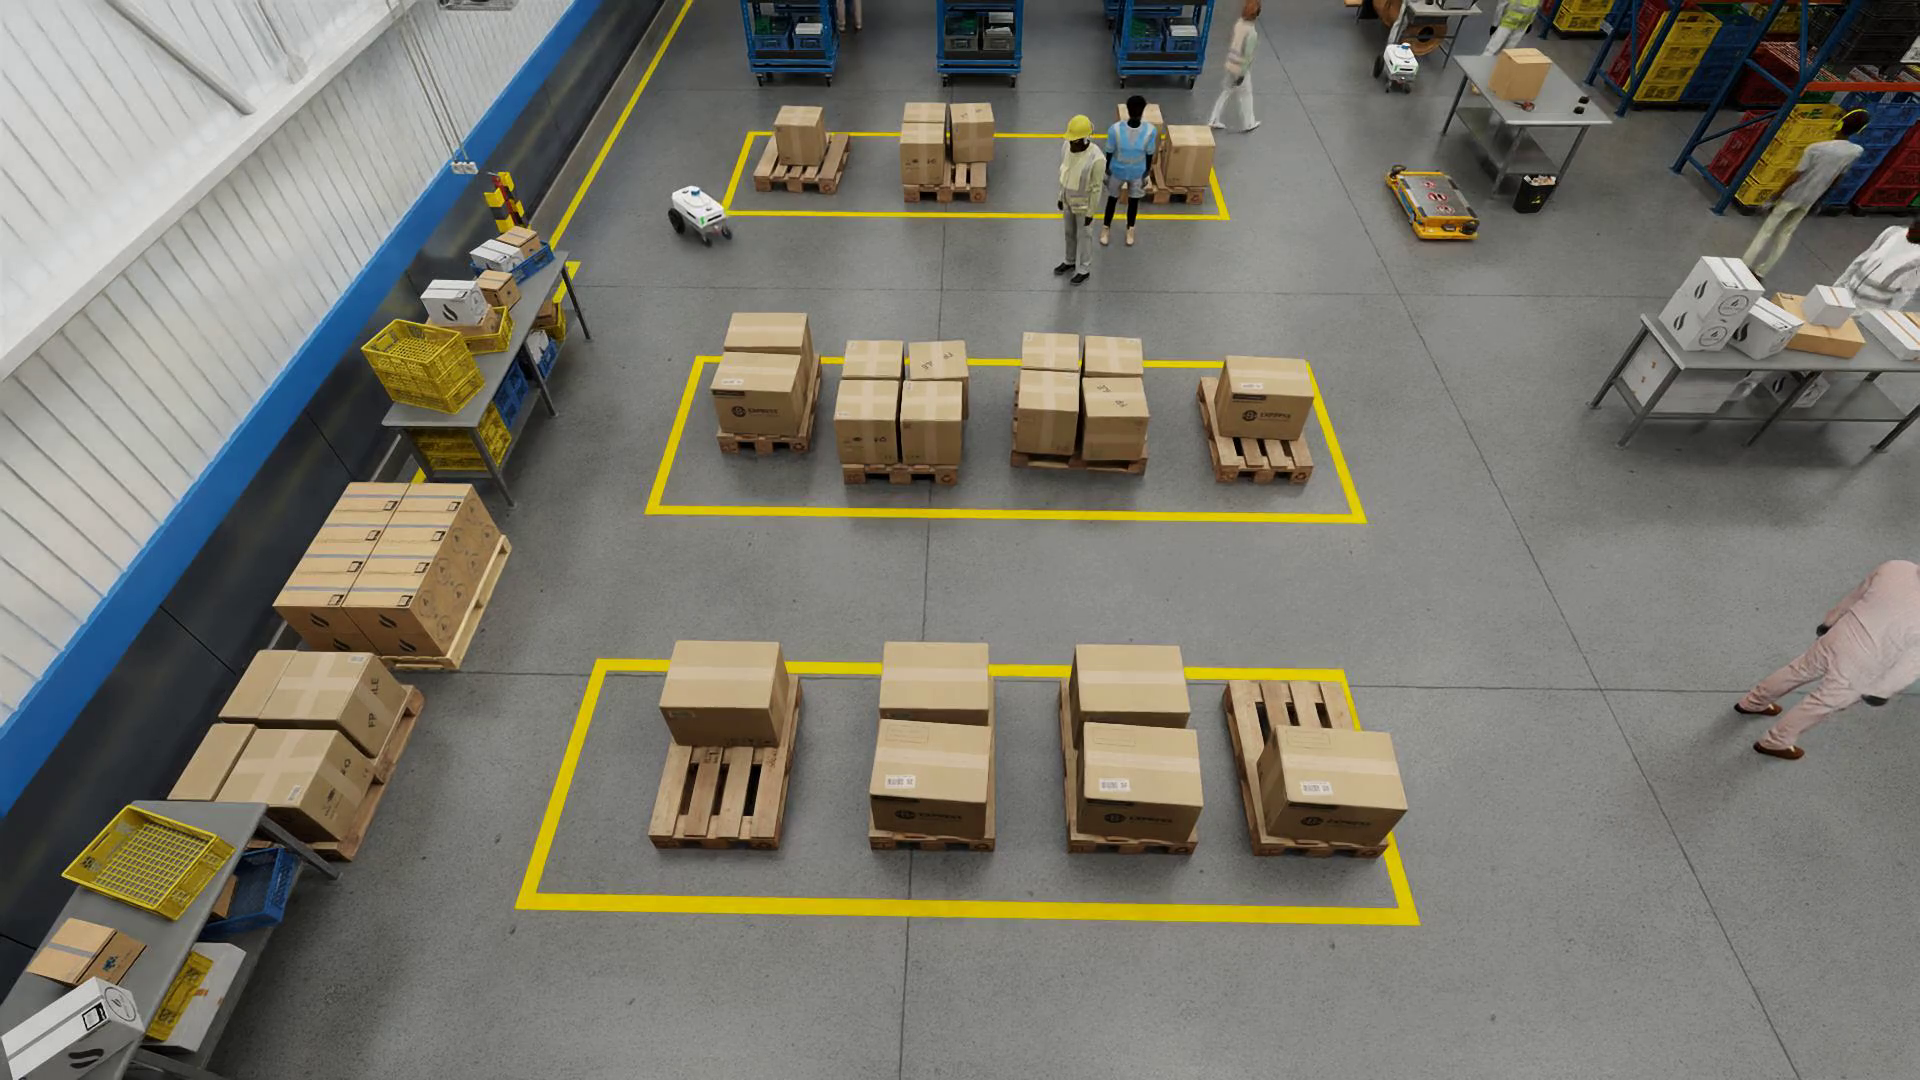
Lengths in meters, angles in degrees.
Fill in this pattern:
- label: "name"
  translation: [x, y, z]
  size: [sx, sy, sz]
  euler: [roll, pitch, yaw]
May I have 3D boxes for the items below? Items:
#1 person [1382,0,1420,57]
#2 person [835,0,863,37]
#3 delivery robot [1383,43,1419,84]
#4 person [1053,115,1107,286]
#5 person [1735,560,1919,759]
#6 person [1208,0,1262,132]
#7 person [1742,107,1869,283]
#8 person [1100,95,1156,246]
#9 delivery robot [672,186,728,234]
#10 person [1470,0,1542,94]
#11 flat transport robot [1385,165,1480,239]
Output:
- label: "person"
  translation: [6.586, -7.910, 13.277]
  size: [0.370, 1.931, 0.625]
  euler: [17, 51, 14]
- label: "person"
  translation: [-1.754, -8.837, 14.043]
  size: [0.629, 1.979, 0.410]
  euler: [-17, 51, -14]
- label: "delivery robot"
  translation: [6.373, -6.919, 13.258]
  size: [0.477, 0.478, 0.707]
  euler: [4, 49, 4]
- label: "person"
  translation: [1.219, -3.530, 9.560]
  size: [0.420, 1.815, 0.581]
  euler: [-30, 55, -23]
- label: "person"
  translation: [5.741, 0.723, 5.825]
  size: [0.401, 1.900, 0.647]
  euler: [5, 49, 5]
- label: "person"
  translation: [3.714, -6.184, 11.991]
  size: [0.684, 1.597, 0.522]
  euler: [-14, 51, -12]
- label: "person"
  translation: [8.691, -3.529, 9.521]
  size: [0.534, 1.868, 0.309]
  euler: [7, 50, 6]
- label: "person"
  translation: [1.827, -4.042, 10.083]
  size: [0.538, 1.691, 0.321]
  euler: [4, 49, 3]
- label: "delivery robot"
  translation: [-3.011, -3.828, 10.582]
  size: [0.477, 0.478, 0.707]
  euler: [-34, 57, -26]
- label: "person"
  translation: [7.666, -7.165, 12.686]
  size: [0.633, 1.840, 0.429]
  euler: [-7, 50, -6]
- label: "flat transport robot"
  translation: [5.692, -4.094, 11.059]
  size: [0.652, 0.197, 1.431]
  euler: [1, 49, 1]
